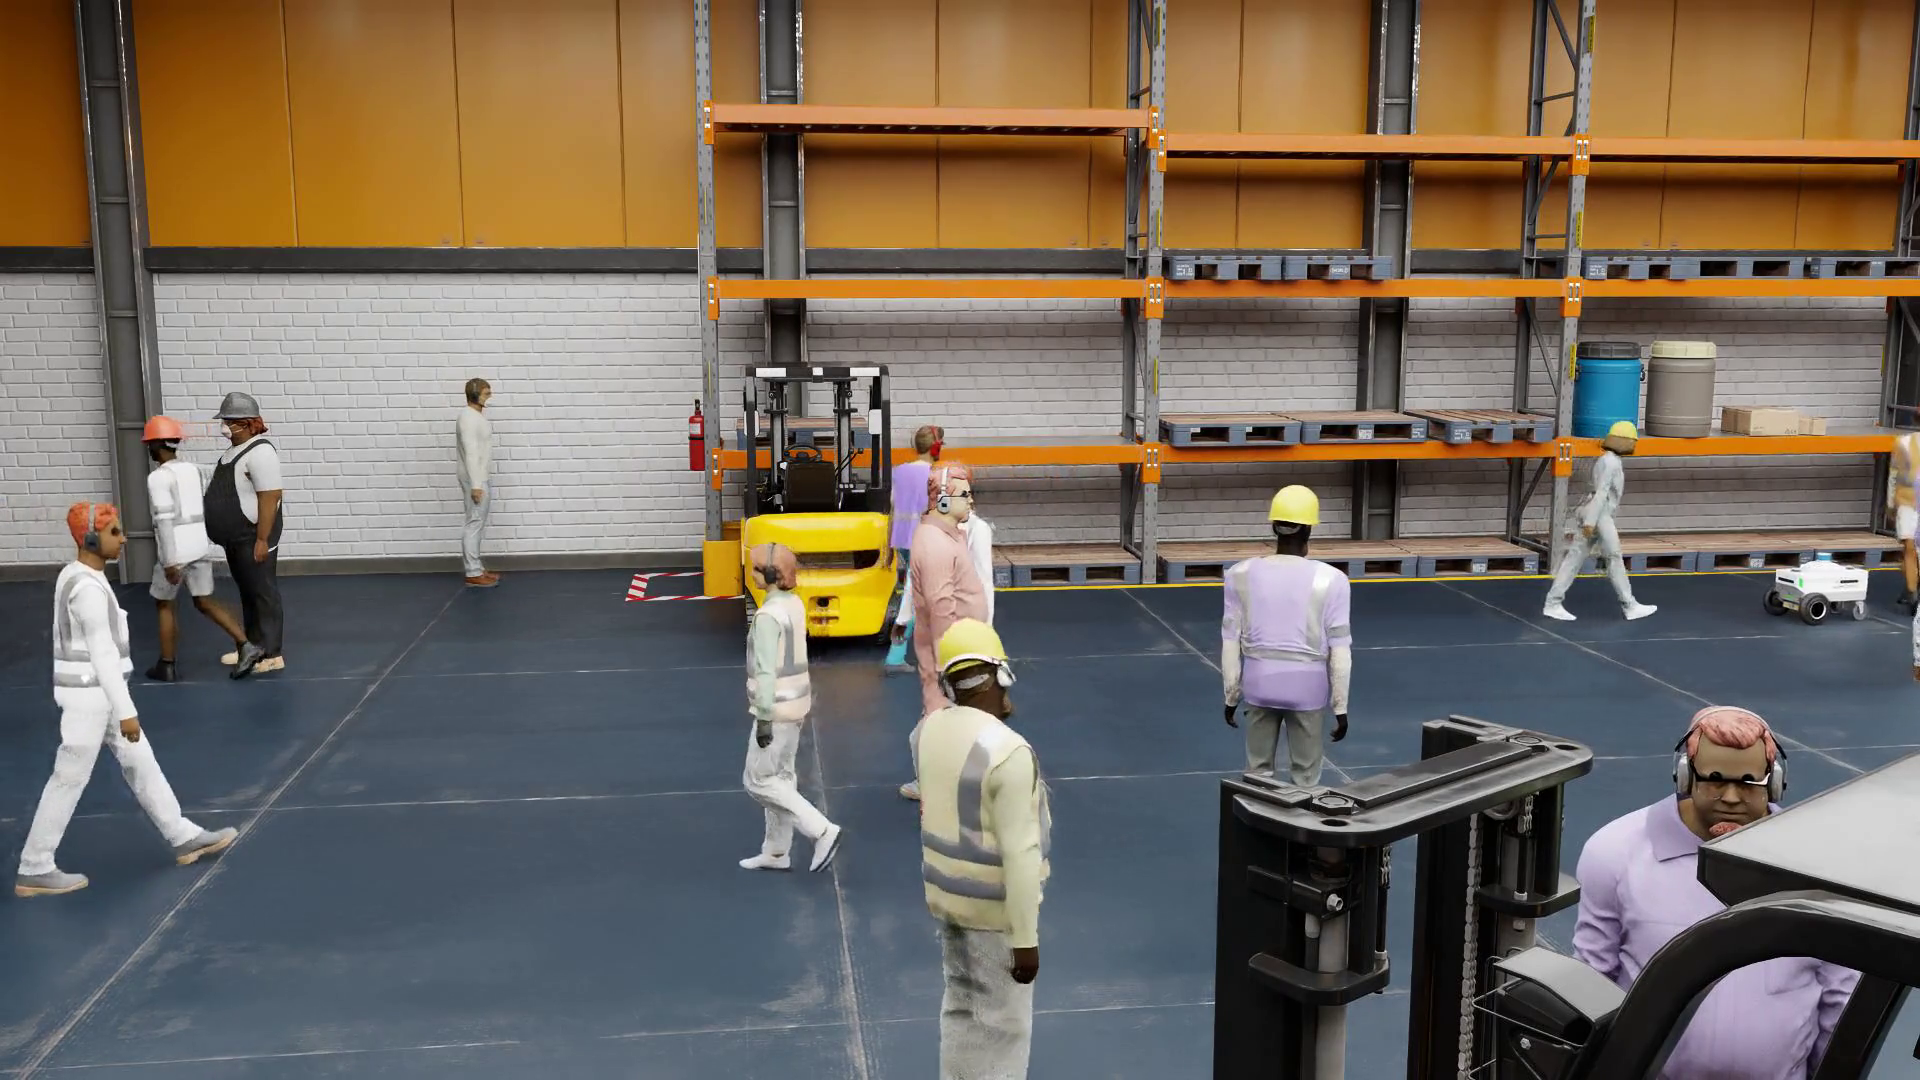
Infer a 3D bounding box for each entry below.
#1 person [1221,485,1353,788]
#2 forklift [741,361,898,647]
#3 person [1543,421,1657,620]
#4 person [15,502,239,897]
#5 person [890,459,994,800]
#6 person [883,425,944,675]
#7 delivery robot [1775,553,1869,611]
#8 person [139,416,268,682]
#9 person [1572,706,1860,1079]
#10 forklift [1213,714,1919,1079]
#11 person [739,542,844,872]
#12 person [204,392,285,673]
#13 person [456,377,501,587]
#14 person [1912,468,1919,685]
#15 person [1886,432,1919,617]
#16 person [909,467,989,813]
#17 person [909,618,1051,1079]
[{"bbox_3d":[1.507,0.704,7.679,0.594,1.924,0.382,4,10,23],"label":"person"},{"bbox_3d":[-1.154,-0.340,13.365,1.214,2.155,2.313,-1,9,-7],"label":"forklift"},{"bbox_3d":[5.342,-0.152,13.812,0.956,1.660,0.493,1,9,7],"label":"person"},{"bbox_3d":[-4.010,0.730,7.829,0.996,1.827,0.605,-5,10,-28],"label":"person"},{"bbox_3d":[-0.165,0.490,9.223,0.709,1.864,0.587,-5,11,-31],"label":"person"},{"bbox_3d":[-0.249,0.060,12.131,0.604,1.788,0.994,9,13,44],"label":"person"},{"bbox_3d":[7.187,0.350,13.867,0.707,0.478,0.477,-2,9,-13],"label":"delivery robot"},{"bbox_3d":[-5.392,0.075,11.708,0.831,1.907,0.556,2,9,13],"label":"person"},{"bbox_3d":[1.766,1.319,3.941,0.644,1.903,0.401,3,9,16],"label":"person"},{"bbox_3d":[1.441,1.425,2.350,1.214,2.155,2.313,-7,12,-39],"label":"forklift"},{"bbox_3d":[-0.826,0.814,7.908,0.460,1.625,0.533,2,9,10],"label":"person"},{"bbox_3d":[-5.207,-0.058,12.081,0.536,2.000,0.677,-7,12,-39],"label":"person"},{"bbox_3d":[-4.471,-0.537,15.397,0.355,1.936,0.635,-2,9,-11],"label":"person"},{"bbox_3d":[6.912,0.076,11.695,0.686,1.896,0.403,-5,10,-28],"label":"person"},{"bbox_3d":[8.200,-0.291,14.148,0.548,1.846,1.075,4,10,26],"label":"person"},{"bbox_3d":[-0.057,0.571,8.575,0.409,1.907,0.651,0,9,-3],"label":"person"},{"bbox_3d":[0.116,1.166,5.269,0.406,1.797,0.732,-5,10,-29],"label":"person"}]
